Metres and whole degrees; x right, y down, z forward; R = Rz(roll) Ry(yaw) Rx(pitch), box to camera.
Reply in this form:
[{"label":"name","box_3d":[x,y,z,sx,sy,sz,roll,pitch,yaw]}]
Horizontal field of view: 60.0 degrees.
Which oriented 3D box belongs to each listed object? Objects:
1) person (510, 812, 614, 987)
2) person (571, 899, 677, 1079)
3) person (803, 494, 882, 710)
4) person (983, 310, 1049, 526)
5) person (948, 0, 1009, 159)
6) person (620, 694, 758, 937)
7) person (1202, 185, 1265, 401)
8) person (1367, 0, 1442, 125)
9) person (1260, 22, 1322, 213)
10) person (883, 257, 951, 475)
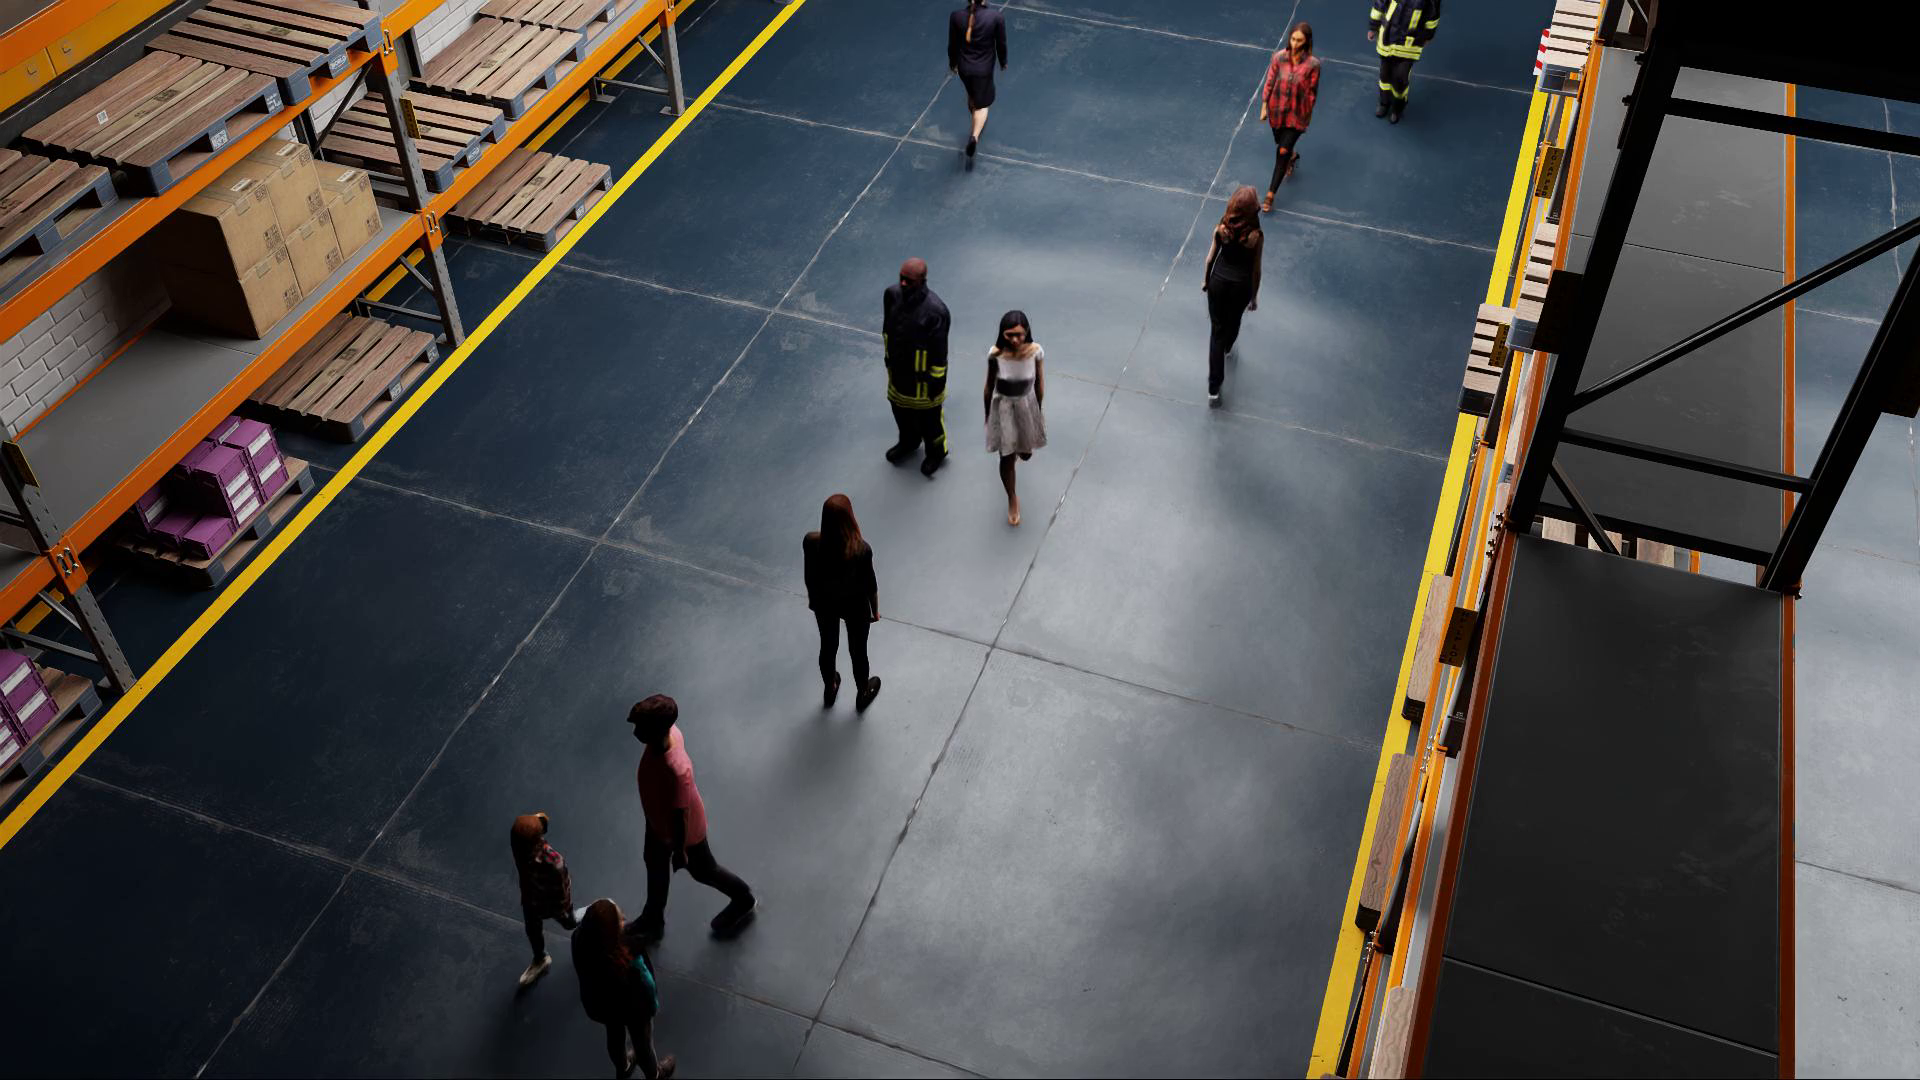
[{"label":"person","box_3d":[-2.208,1.883,9.096,0.648,1.293,0.914,24,49,23]},{"label":"person","box_3d":[-1.730,2.333,8.473,0.560,1.500,0.559,15,46,15]},{"label":"person","box_3d":[-0.744,0.395,10.355,0.637,1.711,0.562,9,44,9]},{"label":"person","box_3d":[0.363,-0.908,11.687,0.829,1.760,1.010,-2,44,-2]},{"label":"person","box_3d":[0.151,-4.322,15.352,0.760,1.648,1.053,9,44,9]},{"label":"person","box_3d":[-1.454,1.509,9.024,1.135,1.933,1.039,-21,47,-21]},{"label":"person","box_3d":[2.054,-1.869,12.740,0.715,1.699,1.162,9,44,9]},{"label":"person","box_3d":[4.247,-4.919,15.831,0.832,1.852,0.803,25,49,24]},{"label":"person","box_3d":[2.951,-3.827,14.817,0.760,1.668,1.152,22,48,22]},{"label":"person","box_3d":[-0.301,-1.299,12.054,0.829,1.819,0.813,30,51,28]}]
